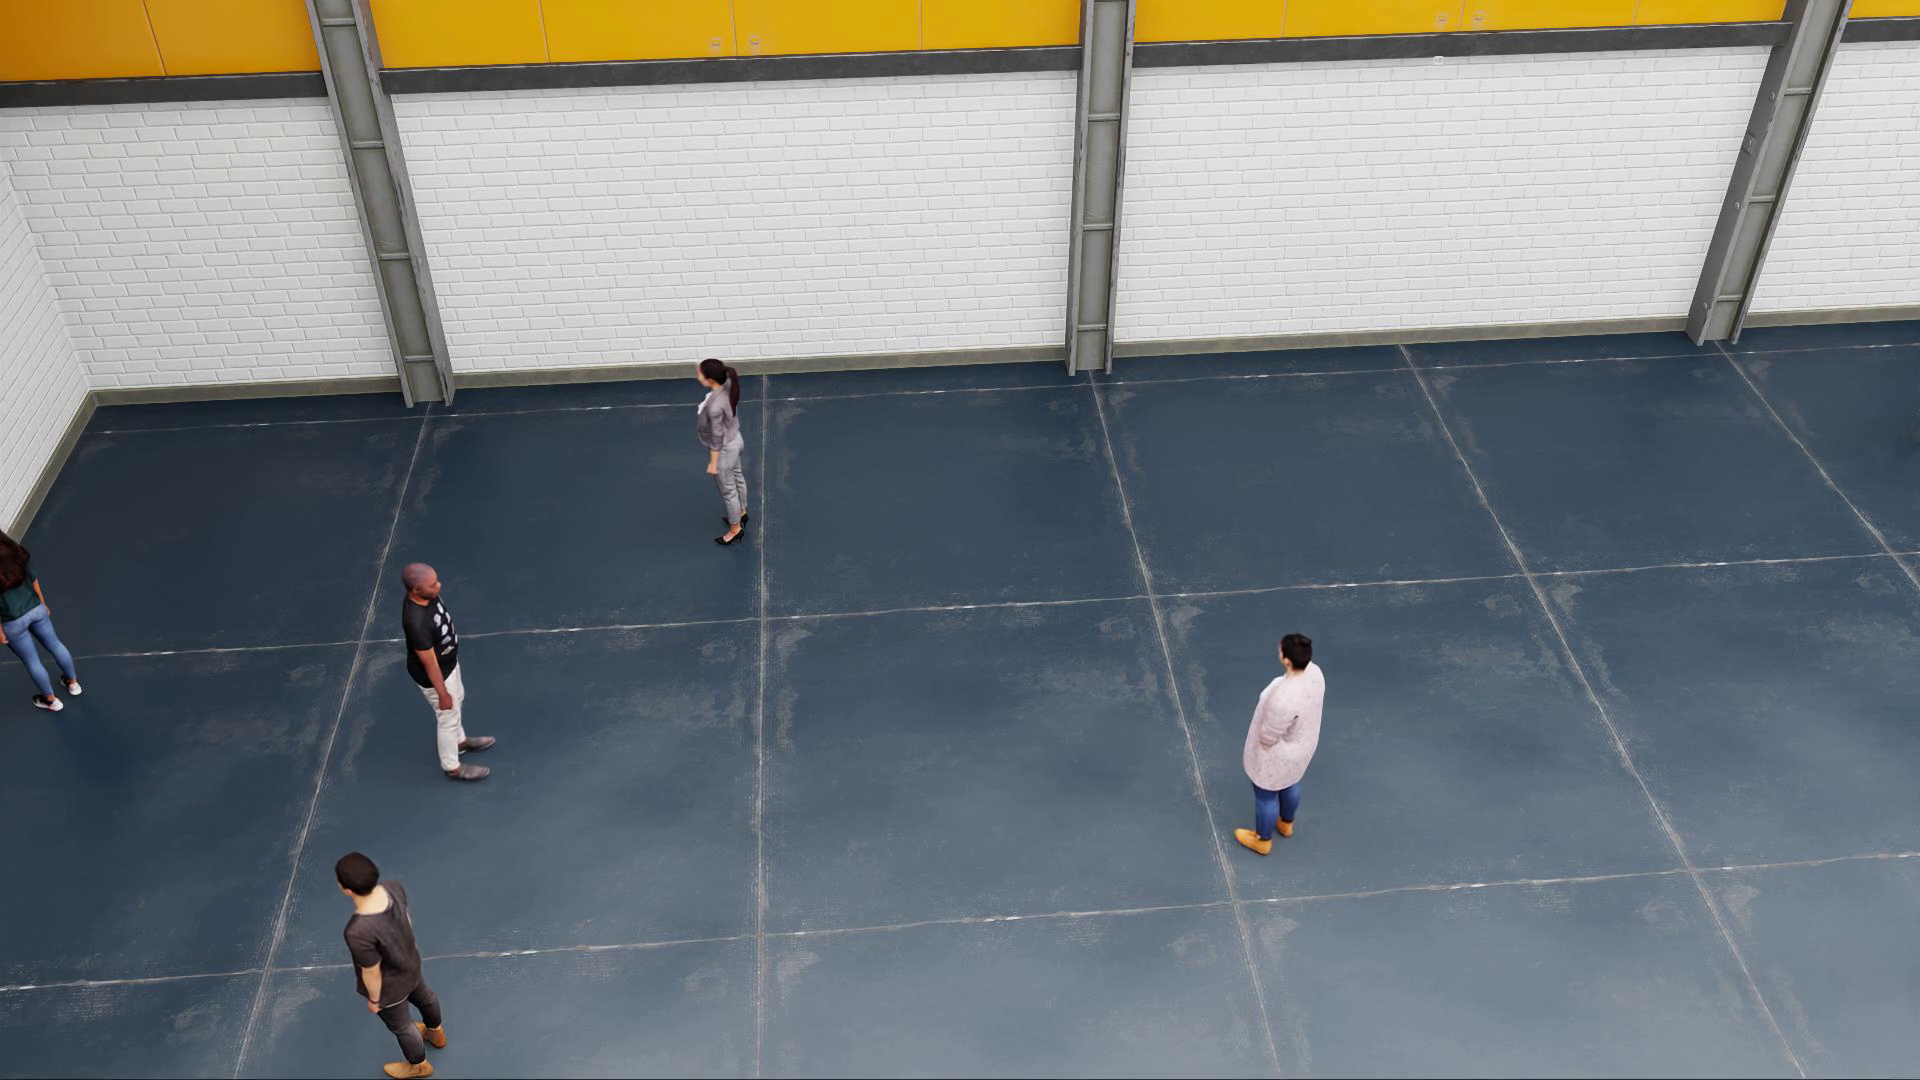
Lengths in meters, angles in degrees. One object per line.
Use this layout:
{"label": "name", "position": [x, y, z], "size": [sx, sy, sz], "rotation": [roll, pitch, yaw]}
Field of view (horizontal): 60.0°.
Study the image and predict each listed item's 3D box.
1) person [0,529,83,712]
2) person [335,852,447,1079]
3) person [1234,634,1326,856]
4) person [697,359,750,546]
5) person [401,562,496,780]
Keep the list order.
{"label": "person", "position": [-6.501, 0.513, 11.502], "size": [0.753, 1.615, 0.708], "rotation": [21, 43, 24]}
{"label": "person", "position": [-3.121, 2.339, 9.134], "size": [0.658, 1.717, 0.682], "rotation": [9, 40, 11]}
{"label": "person", "position": [2.046, 1.272, 10.448], "size": [0.855, 1.744, 0.787], "rotation": [30, 47, 32]}
{"label": "person", "position": [-1.828, -0.700, 12.969], "size": [0.664, 1.679, 0.678], "rotation": [7, 39, 8]}
{"label": "person", "position": [-3.447, 0.849, 10.932], "size": [0.644, 1.801, 0.682], "rotation": [-7, 39, -8]}
